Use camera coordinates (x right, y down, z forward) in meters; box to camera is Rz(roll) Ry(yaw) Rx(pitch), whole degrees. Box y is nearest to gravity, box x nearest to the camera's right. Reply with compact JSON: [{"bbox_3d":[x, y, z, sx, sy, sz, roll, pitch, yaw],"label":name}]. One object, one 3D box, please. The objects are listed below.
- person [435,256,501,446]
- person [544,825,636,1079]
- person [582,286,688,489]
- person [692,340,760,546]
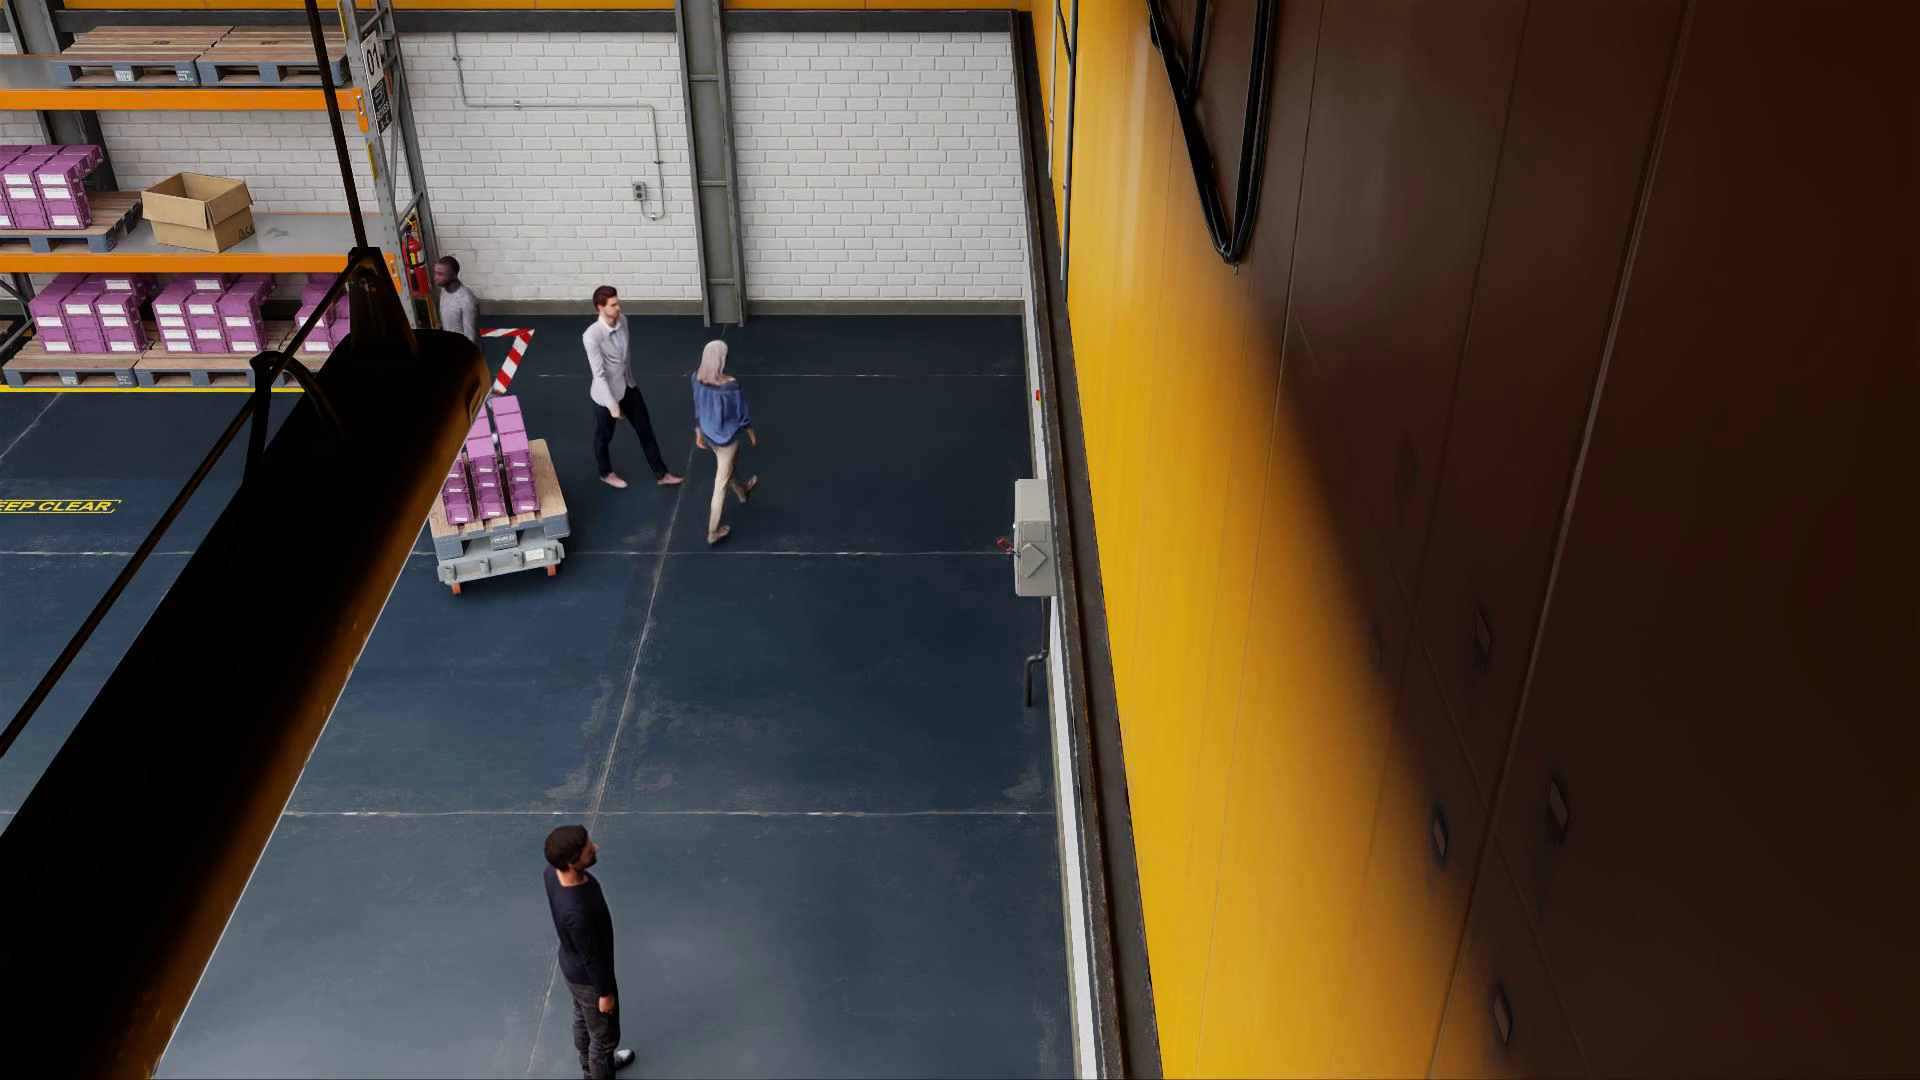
[{"bbox_3d":[-4.100,-1.602,14.158,1.130,1.810,1.068,-28,43,-35],"label":"person"},{"bbox_3d":[-1.889,2.169,8.430,0.709,1.871,0.710,-16,37,-23],"label":"person"},{"bbox_3d":[-2.895,-1.231,13.588,1.141,1.823,1.005,19,38,26],"label":"person"},{"bbox_3d":[-1.901,-0.739,12.999,1.102,1.657,1.040,17,37,24],"label":"person"}]
